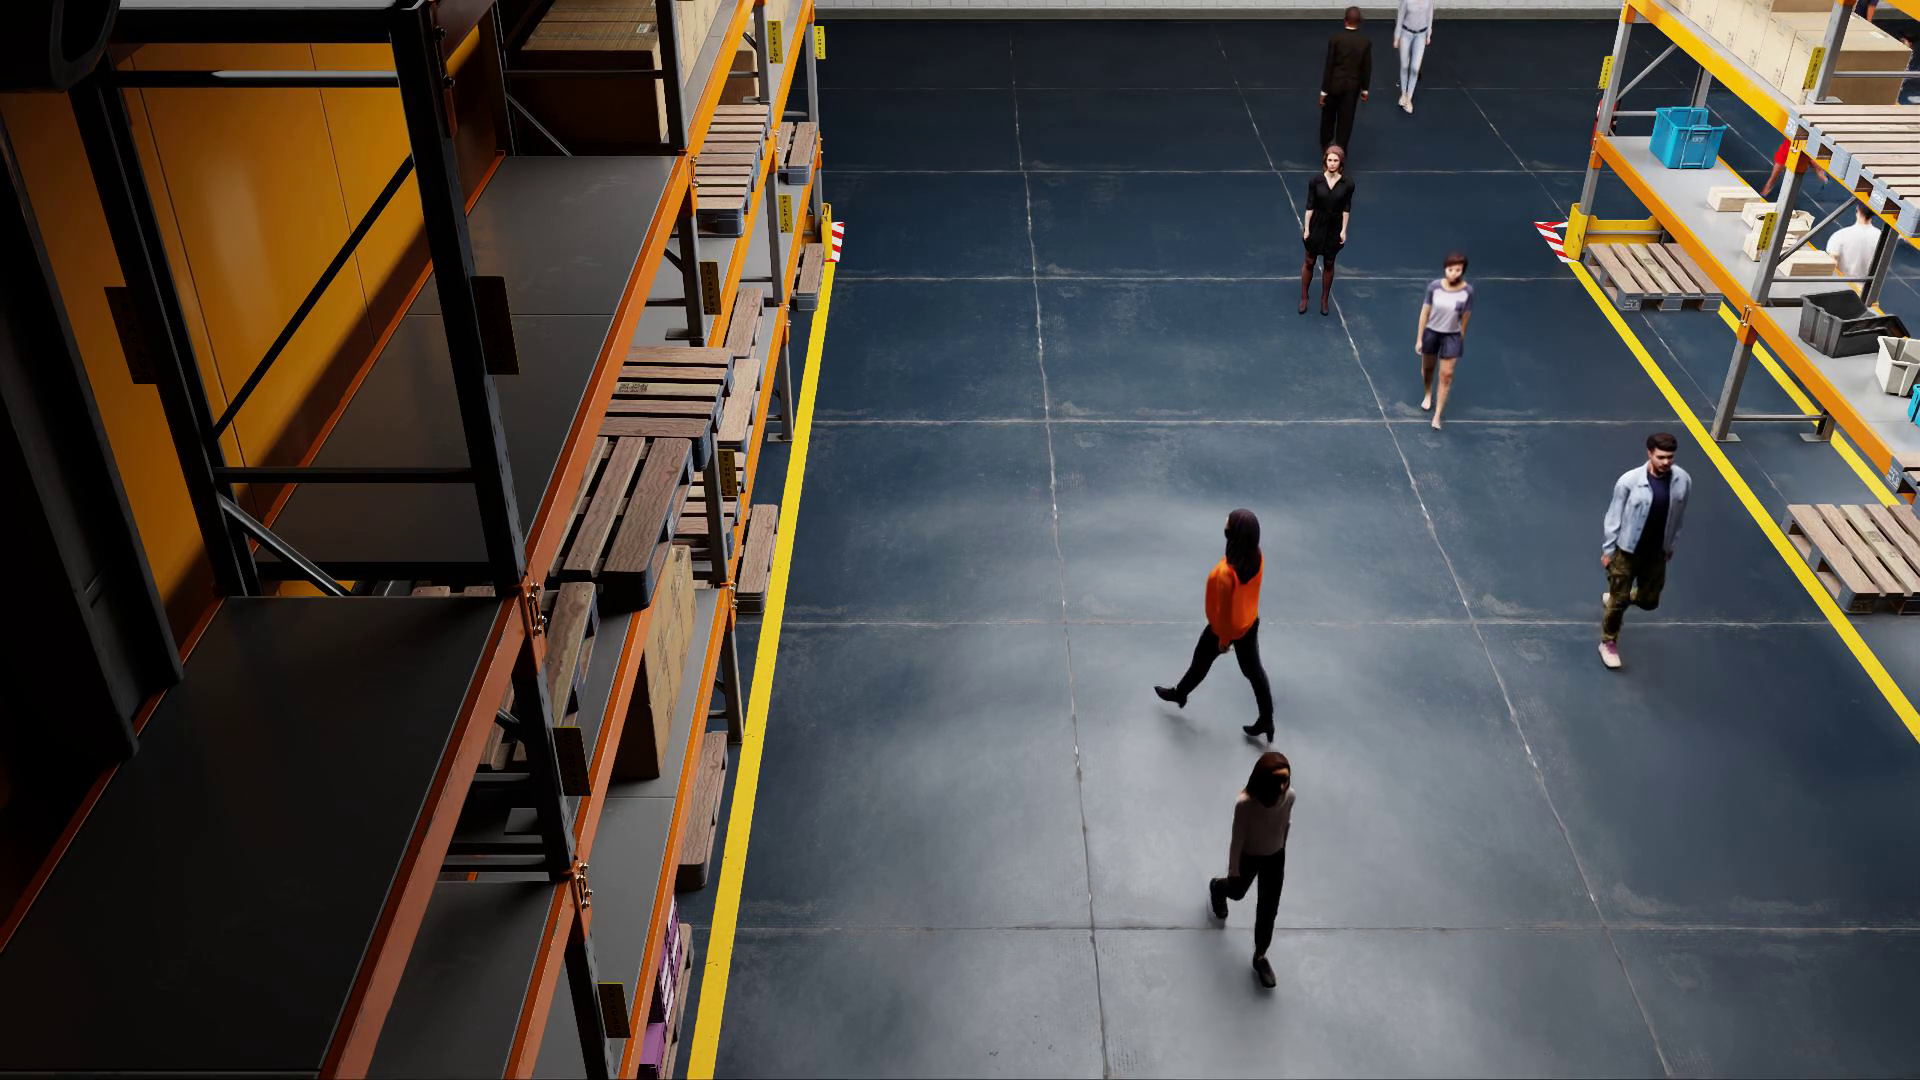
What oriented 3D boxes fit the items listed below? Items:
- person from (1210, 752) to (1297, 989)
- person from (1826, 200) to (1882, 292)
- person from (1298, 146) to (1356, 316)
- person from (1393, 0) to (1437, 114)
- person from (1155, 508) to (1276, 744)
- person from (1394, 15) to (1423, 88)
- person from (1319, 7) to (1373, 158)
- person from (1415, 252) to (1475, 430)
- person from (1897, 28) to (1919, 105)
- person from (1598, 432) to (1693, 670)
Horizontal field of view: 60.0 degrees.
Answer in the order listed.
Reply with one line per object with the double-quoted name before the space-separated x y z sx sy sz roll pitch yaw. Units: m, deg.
"person" 1.608 1.722 9.224 0.717 1.461 1.024 -9 35 -13
"person" 7.842 -2.160 14.715 0.774 1.848 1.042 4 34 7
"person" 3.531 -2.999 16.104 0.619 1.706 0.548 6 34 8
"person" 5.754 -6.402 21.165 0.731 1.773 0.952 6 34 9
"person" 1.834 0.595 10.704 1.139 1.700 1.134 25 41 32
"person" 6.050 -6.774 21.792 0.750 1.698 0.608 0 34 0
"person" 4.424 -5.130 19.175 0.820 1.857 1.246 3 34 5
"person" 4.191 -1.811 14.473 0.751 1.534 0.974 11 35 16
"person" 11.657 -5.701 20.615 0.663 1.213 0.821 7 34 10
"person" 4.659 0.022 11.478 0.691 1.797 0.804 -1 34 -2
